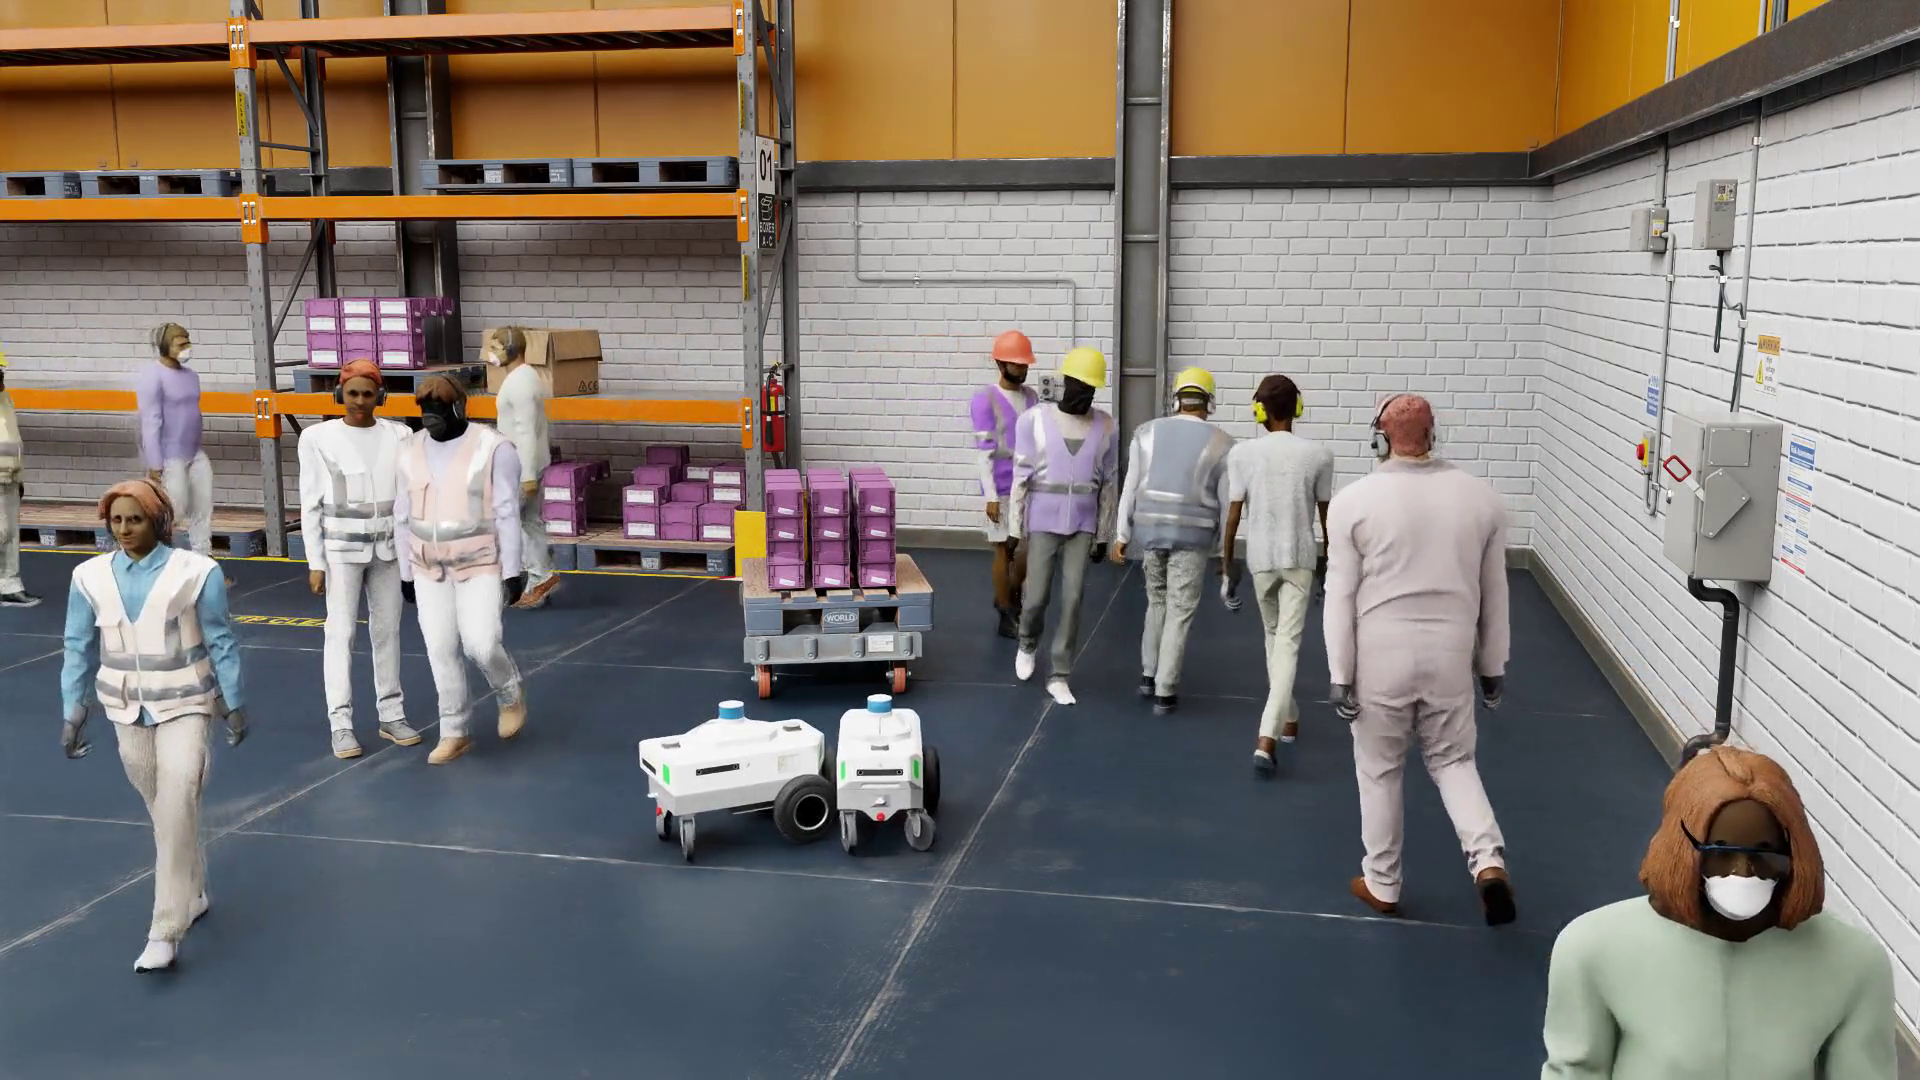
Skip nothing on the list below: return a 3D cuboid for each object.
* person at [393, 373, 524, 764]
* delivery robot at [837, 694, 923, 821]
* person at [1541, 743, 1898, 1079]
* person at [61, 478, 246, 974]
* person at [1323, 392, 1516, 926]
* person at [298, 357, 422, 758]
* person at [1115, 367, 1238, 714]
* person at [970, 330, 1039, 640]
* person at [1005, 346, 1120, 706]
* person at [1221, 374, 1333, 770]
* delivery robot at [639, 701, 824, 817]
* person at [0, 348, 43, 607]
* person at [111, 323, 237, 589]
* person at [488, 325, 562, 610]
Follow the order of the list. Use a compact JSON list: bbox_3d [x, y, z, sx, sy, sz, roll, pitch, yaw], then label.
[{"bbox_3d":[-2.336,0.130,7.771,0.644,1.826,0.487,2,10,11],"label":"person"},{"bbox_3d":[-0.327,0.877,6.801,0.477,0.478,0.707,-1,9,-3],"label":"delivery robot"},{"bbox_3d":[1.149,1.117,2.494,0.502,1.607,0.725,1,9,6],"label":"person"},{"bbox_3d":[-2.711,0.610,5.505,0.546,1.603,0.782,0,9,1],"label":"person"},{"bbox_3d":[1.599,0.440,5.749,0.667,1.879,0.668,-1,10,-8],"label":"person"},{"bbox_3d":[-2.831,0.078,7.917,0.572,1.882,0.355,-9,13,-42],"label":"person"},{"bbox_3d":[1.163,-0.006,8.729,0.636,1.782,0.676,5,11,27],"label":"person"},{"bbox_3d":[0.312,-0.324,10.218,0.558,1.921,0.415,-8,12,-40],"label":"person"},{"bbox_3d":[0.534,-0.089,8.879,0.631,1.899,0.567,-2,10,-10],"label":"person"},{"bbox_3d":[1.491,0.134,7.796,0.517,1.822,0.962,4,10,21],"label":"person"},{"bbox_3d":[-0.919,0.893,6.710,0.707,0.478,0.477,-5,11,-28],"label":"delivery robot"},{"bbox_3d":[-6.535,-0.431,11.166,0.512,1.818,0.613,0,9,1],"label":"person"},{"bbox_3d":[-5.638,-0.588,11.842,0.796,1.914,0.639,1,10,8],"label":"person"},{"bbox_3d":[-2.962,-0.475,11.146,0.439,1.923,0.634,-2,10,-9],"label":"person"}]
